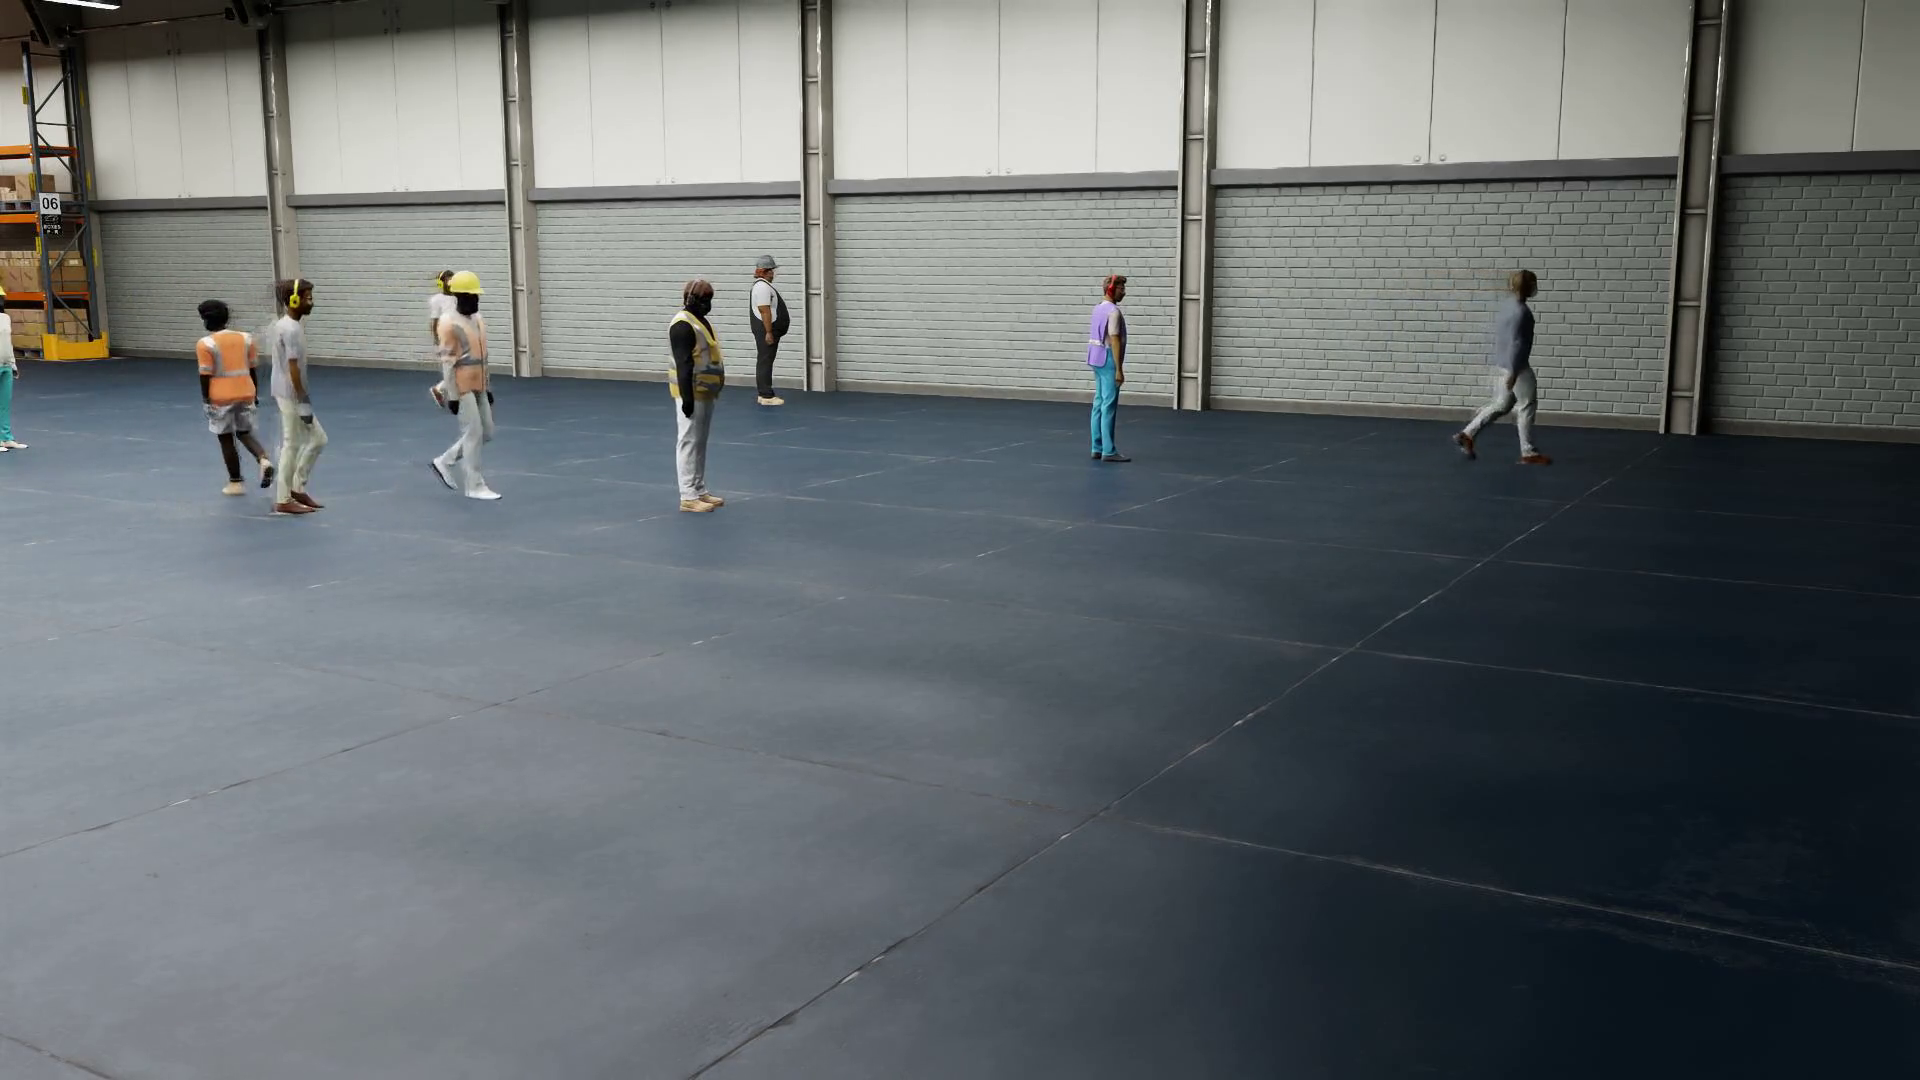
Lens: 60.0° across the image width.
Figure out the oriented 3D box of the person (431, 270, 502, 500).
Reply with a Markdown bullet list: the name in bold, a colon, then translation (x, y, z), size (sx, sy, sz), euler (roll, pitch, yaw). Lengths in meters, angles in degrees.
- **person**: translation (-4.138, -1.283, 13.847), size (0.593, 1.907, 0.602), euler (2, 10, 12)

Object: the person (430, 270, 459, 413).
- **person**: translation (-6.618, -2.566, 21.519), size (0.609, 1.852, 0.546), euler (4, 11, 23)

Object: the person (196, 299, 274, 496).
- **person**: translation (-6.066, -1.178, 13.890), size (0.483, 1.671, 0.544), euler (6, 12, 33)

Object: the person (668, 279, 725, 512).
- **person**: translation (-2.091, -1.150, 13.276), size (0.430, 1.838, 0.624), euler (1, 10, 8)

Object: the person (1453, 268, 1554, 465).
- **person**: translation (5.305, -1.676, 16.139), size (0.884, 1.915, 0.631), euler (1, 10, 7)

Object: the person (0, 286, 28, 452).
- **person**: translation (-10.003, -1.804, 17.297), size (0.307, 1.772, 0.525), euler (1, 10, 4)

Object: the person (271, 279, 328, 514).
- **person**: translation (-5.167, -1.108, 12.988), size (0.506, 1.841, 0.535), euler (-3, 10, -17)

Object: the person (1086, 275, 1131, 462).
- **person**: translation (1.453, -1.691, 16.432), size (0.390, 1.838, 0.563), euler (-3, 10, -15)

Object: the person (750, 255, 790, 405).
- **person**: translation (-2.596, -2.871, 22.750), size (0.537, 2.000, 0.683), euler (-2, 10, -13)
